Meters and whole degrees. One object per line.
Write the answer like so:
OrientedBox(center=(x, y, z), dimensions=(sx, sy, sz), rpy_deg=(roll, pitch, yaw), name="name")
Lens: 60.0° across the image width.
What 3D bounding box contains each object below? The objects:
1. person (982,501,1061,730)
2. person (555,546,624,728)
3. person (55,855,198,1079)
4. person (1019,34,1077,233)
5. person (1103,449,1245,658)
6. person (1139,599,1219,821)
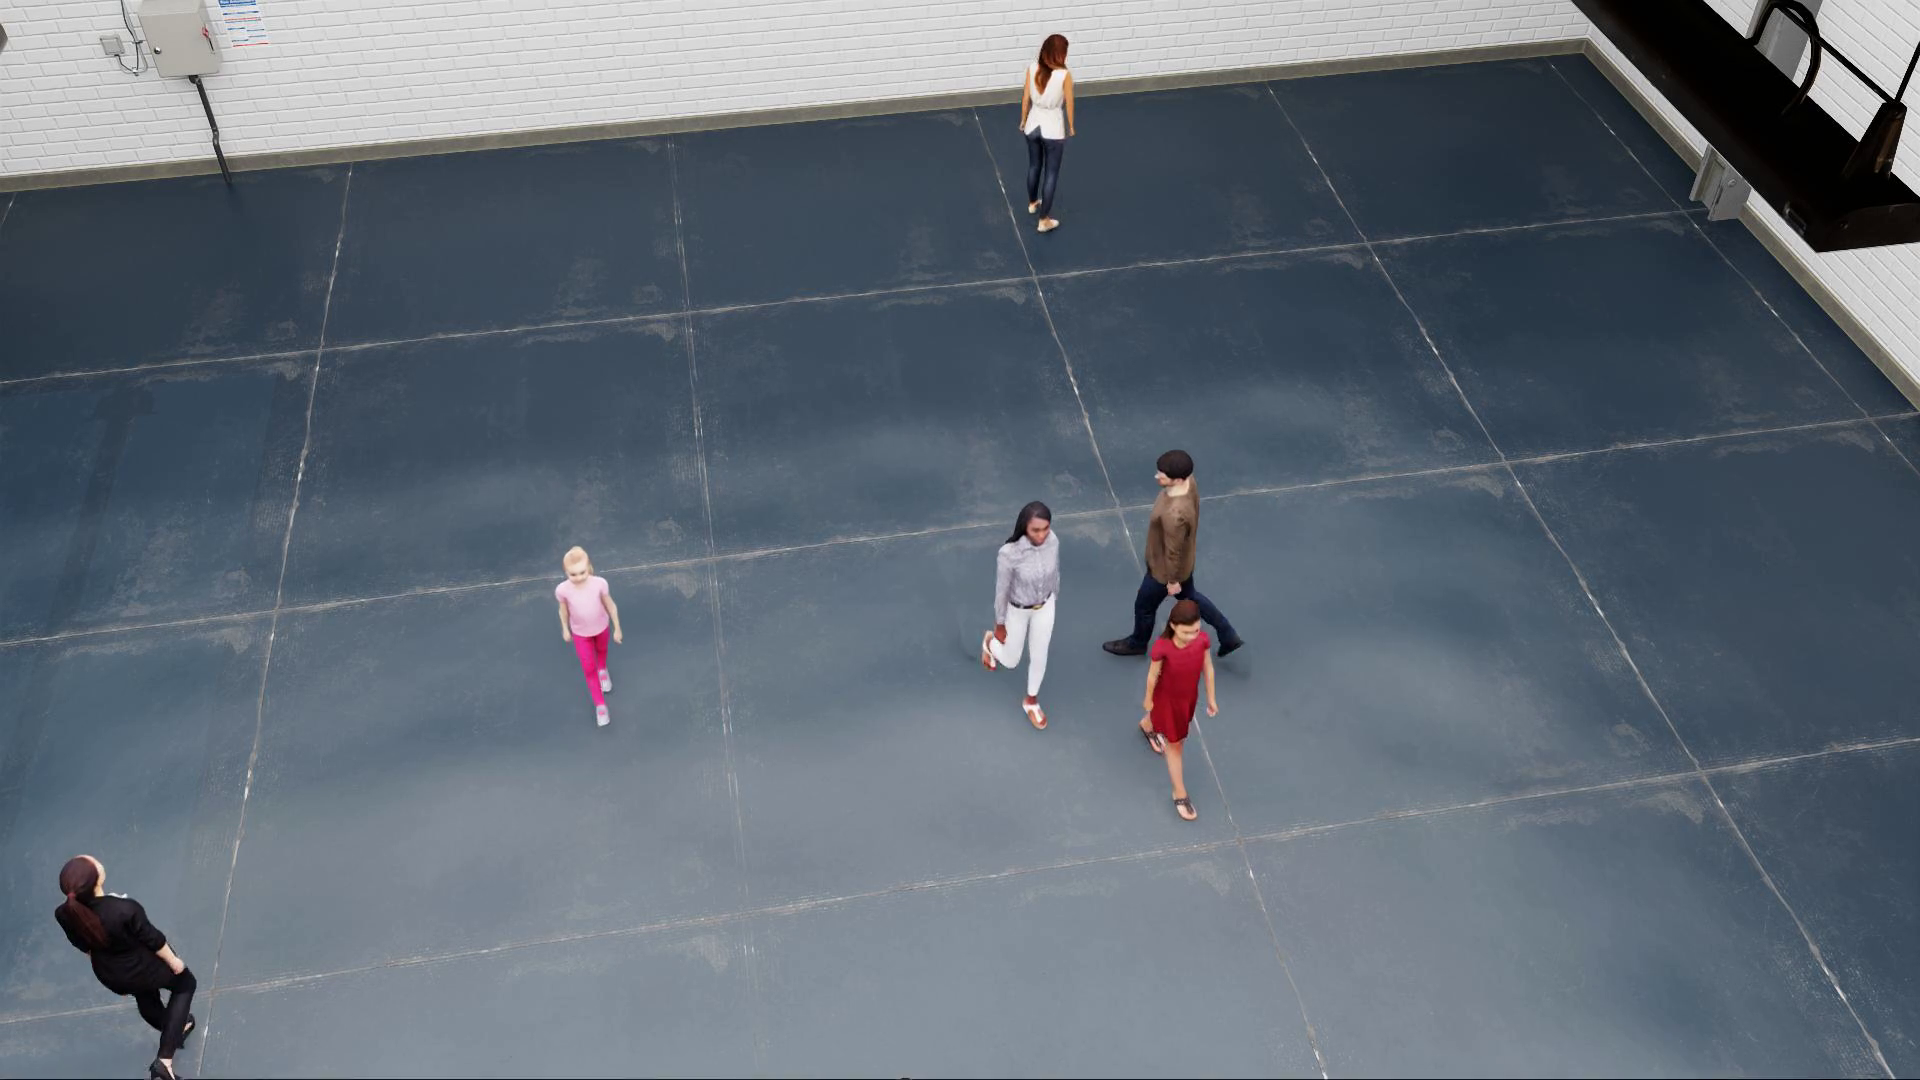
OrientedBox(center=(0.370, 0.396, 10.280), dimensions=(0.764, 1.711, 0.980), rpy_deg=(-19, 47, -19), name="person")
OrientedBox(center=(-2.346, 0.501, 10.502), dimensions=(0.604, 1.251, 0.860), rpy_deg=(-15, 46, -15), name="person")
OrientedBox(center=(-4.196, 2.221, 8.409), dimensions=(0.711, 1.648, 0.839), rpy_deg=(2, 44, 2), name="person")
OrientedBox(center=(0.750, -3.512, 14.334), dimensions=(0.845, 1.776, 0.910), rpy_deg=(13, 45, 13), name="person")
OrientedBox(center=(1.411, 0.145, 10.442), dimensions=(1.015, 1.851, 1.173), rpy_deg=(13, 45, 13), name="person")
OrientedBox(center=(1.263, 0.855, 9.940), dimensions=(0.720, 1.515, 1.092), rpy_deg=(-17, 46, -17), name="person")
